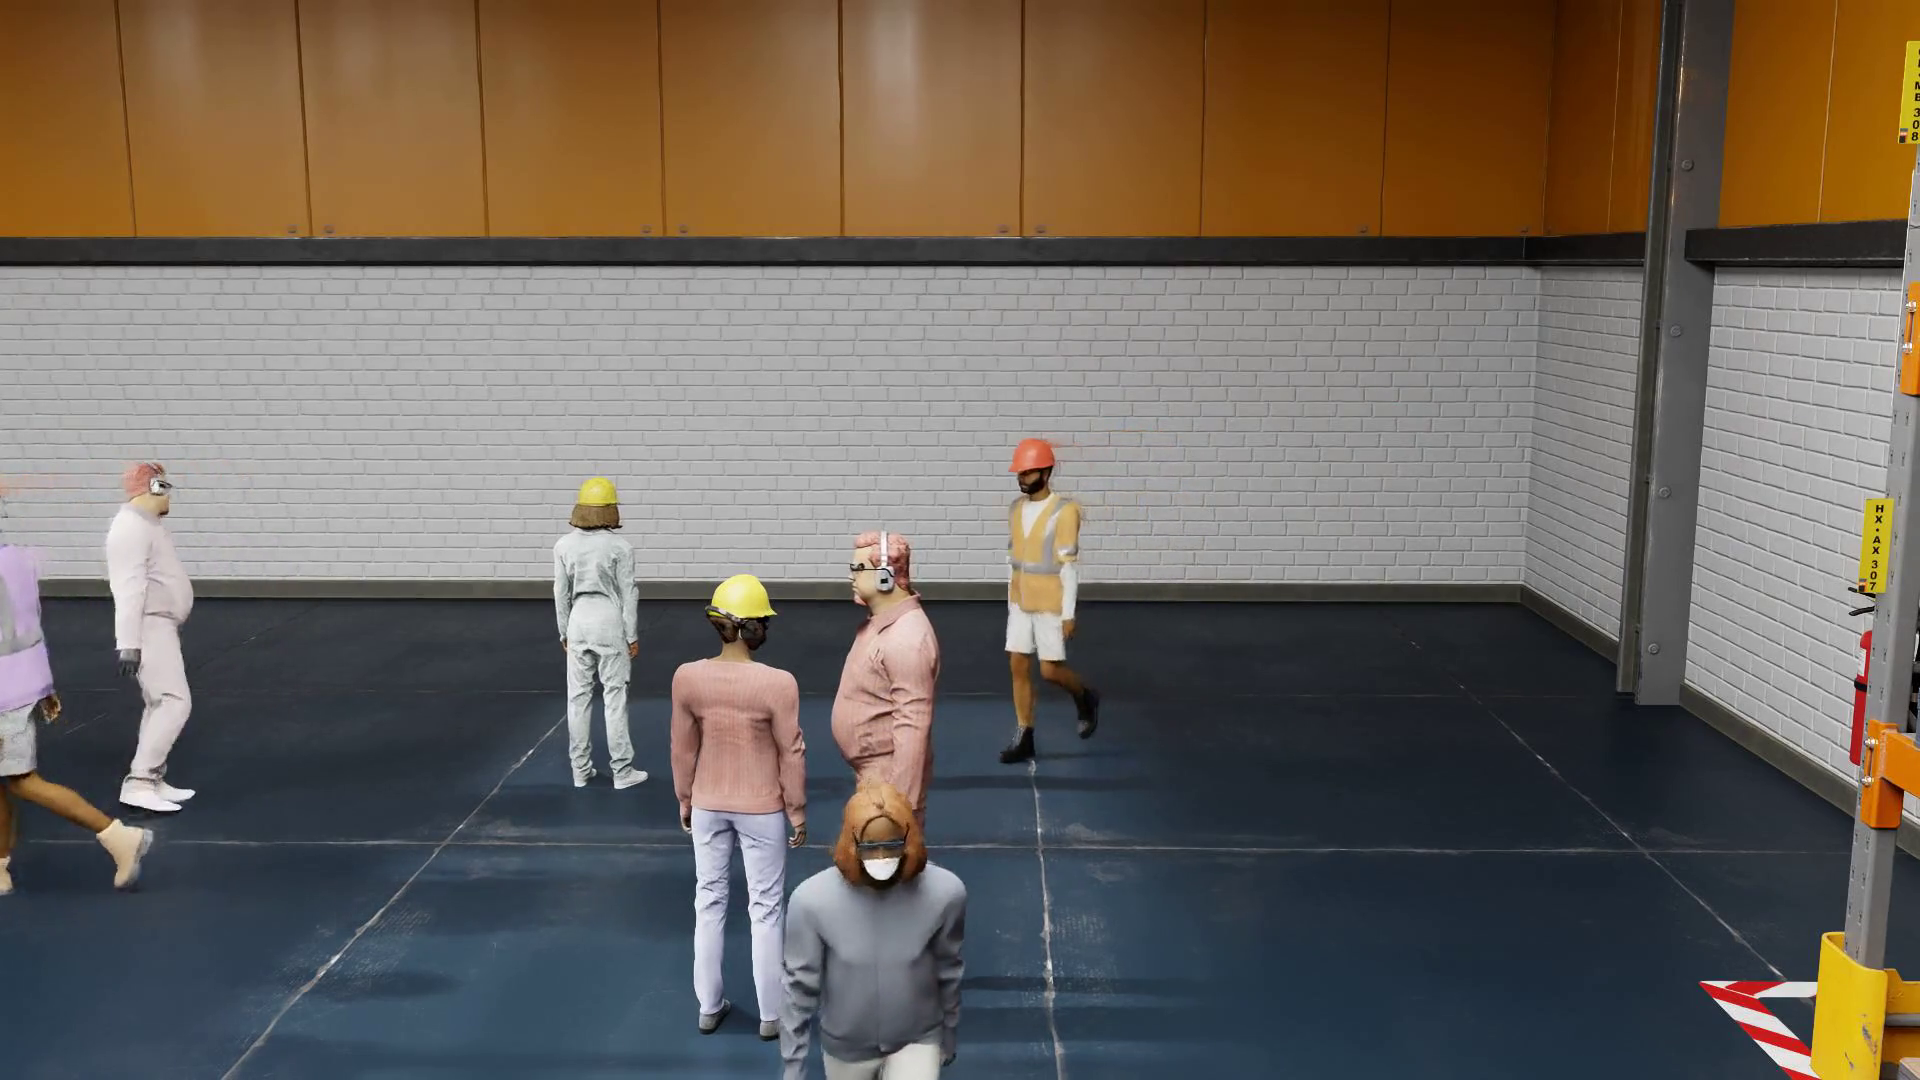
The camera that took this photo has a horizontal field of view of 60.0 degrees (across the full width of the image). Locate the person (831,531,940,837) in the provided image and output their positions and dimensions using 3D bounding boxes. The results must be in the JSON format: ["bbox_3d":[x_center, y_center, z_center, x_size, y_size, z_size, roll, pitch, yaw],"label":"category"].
[{"bbox_3d":[-0.294,0.907,6.440,0.405,1.906,0.653,-2,10,-10],"label":"person"}]

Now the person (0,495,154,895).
[{"bbox_3d":[-4.216,0.681,7.567,0.946,2.001,0.627,-2,10,-9],"label":"person"}]

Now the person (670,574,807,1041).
[{"bbox_3d":[-0.823,1.005,6.283,0.533,1.765,0.321,3,10,16],"label":"person"}]

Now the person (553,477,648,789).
[{"bbox_3d":[-2.008,0.518,9.274,0.488,1.738,0.322,3,10,15],"label":"person"}]

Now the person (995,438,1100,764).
[{"bbox_3d":[0.512,0.343,9.789,0.696,1.916,0.554,-9,13,-44],"label":"person"}]

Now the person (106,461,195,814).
[{"bbox_3d":[-4.313,0.517,8.922,0.398,1.860,0.734,-4,10,-23],"label":"person"}]

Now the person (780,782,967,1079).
[{"bbox_3d":[-0.241,1.375,4.664,0.511,1.581,0.886,-1,10,-4],"label":"person"}]
